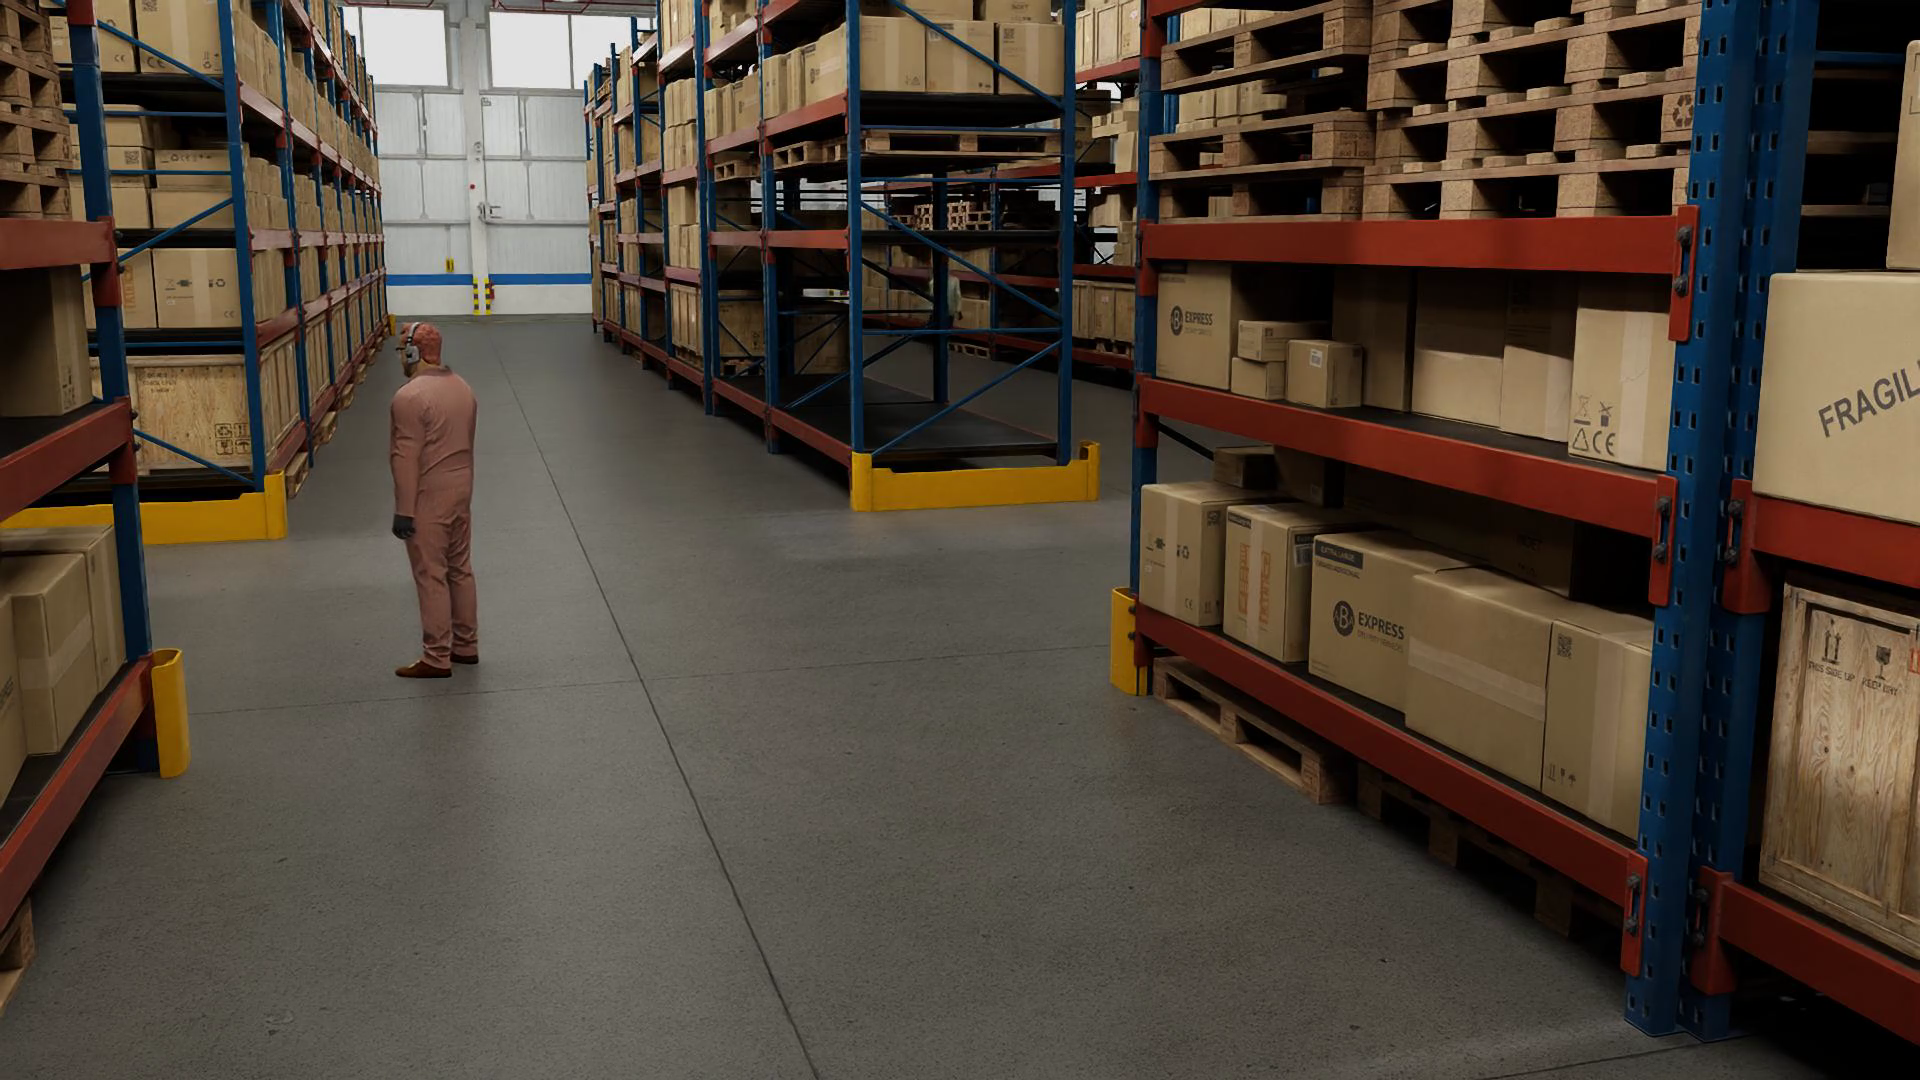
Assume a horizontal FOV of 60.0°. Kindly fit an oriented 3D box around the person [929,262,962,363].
[{"bbox_3d":[-0.306,-4.349,31.446,0.603,1.957,0.914,-4,11,-22],"label":"person"}]

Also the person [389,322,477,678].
[{"bbox_3d":[-2.848,-0.215,8.950,0.400,1.901,0.642,2,11,13],"label":"person"}]

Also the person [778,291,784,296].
[{"bbox_3d":[-4.170,-5.415,37.660,0.622,1.820,0.414,-7,12,-34],"label":"person"}]
